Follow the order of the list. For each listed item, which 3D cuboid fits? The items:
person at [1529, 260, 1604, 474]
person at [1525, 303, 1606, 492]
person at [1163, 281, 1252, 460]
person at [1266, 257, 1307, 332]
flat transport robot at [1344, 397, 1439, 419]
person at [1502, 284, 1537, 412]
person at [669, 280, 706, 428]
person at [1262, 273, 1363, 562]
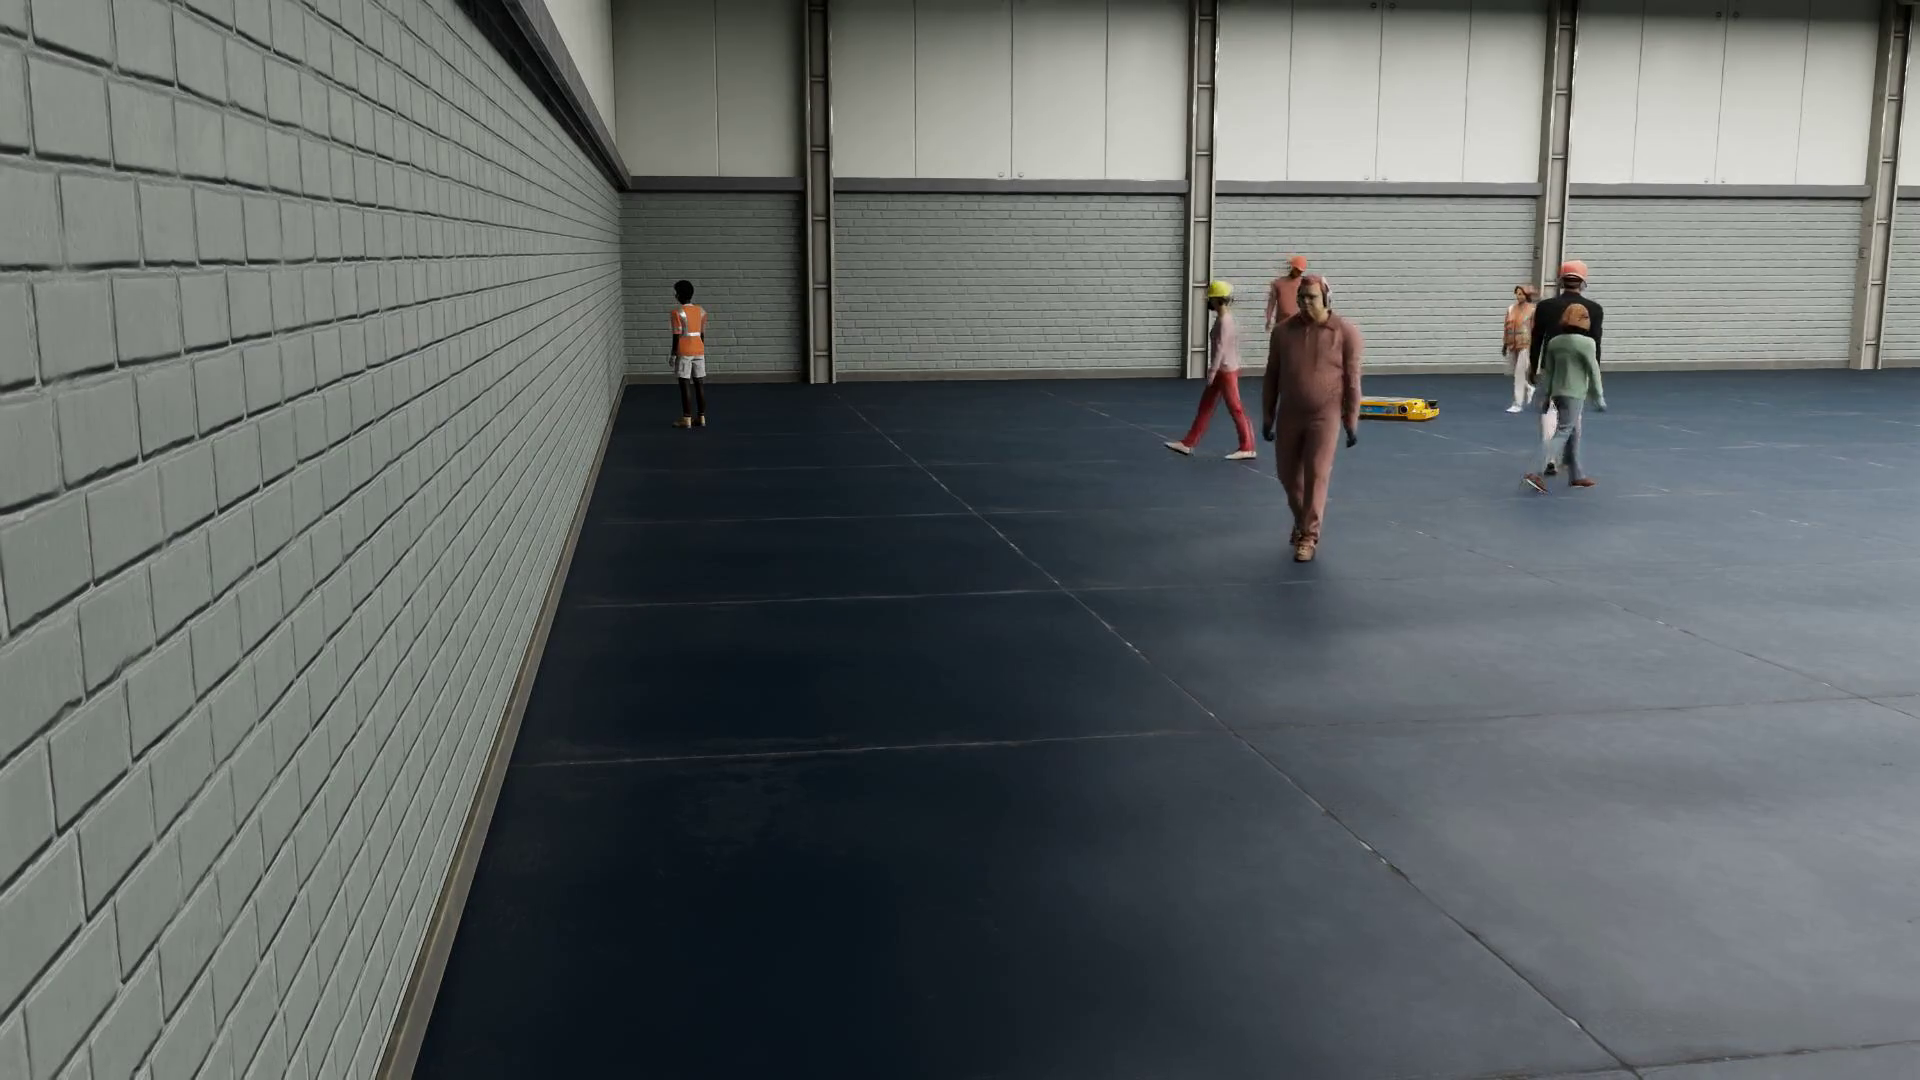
[{"bbox_3d":[5.524,-1.575,15.199,0.611,1.954,0.984,3,10,18],"label":"person"},{"bbox_3d":[5.116,-1.204,14.059,0.844,1.594,0.501,-4,11,-20],"label":"person"},{"bbox_3d":[2.443,-1.631,16.121,0.882,1.718,0.551,1,10,4],"label":"person"},{"bbox_3d":[4.998,-3.326,25.297,0.695,1.945,0.554,4,11,20],"label":"person"},{"bbox_3d":[5.053,-1.628,20.305,1.431,0.197,0.652,5,11,29],"label":"flat transport robot"},{"bbox_3d":[7.116,-2.425,21.001,0.531,1.621,0.526,-6,11,-29],"label":"person"},{"bbox_3d":[-3.131,-2.134,19.128,0.319,1.693,0.532,7,12,33],"label":"person"},{"bbox_3d":[2.345,-0.834,11.107,0.673,1.891,0.755,6,11,30],"label":"person"}]
